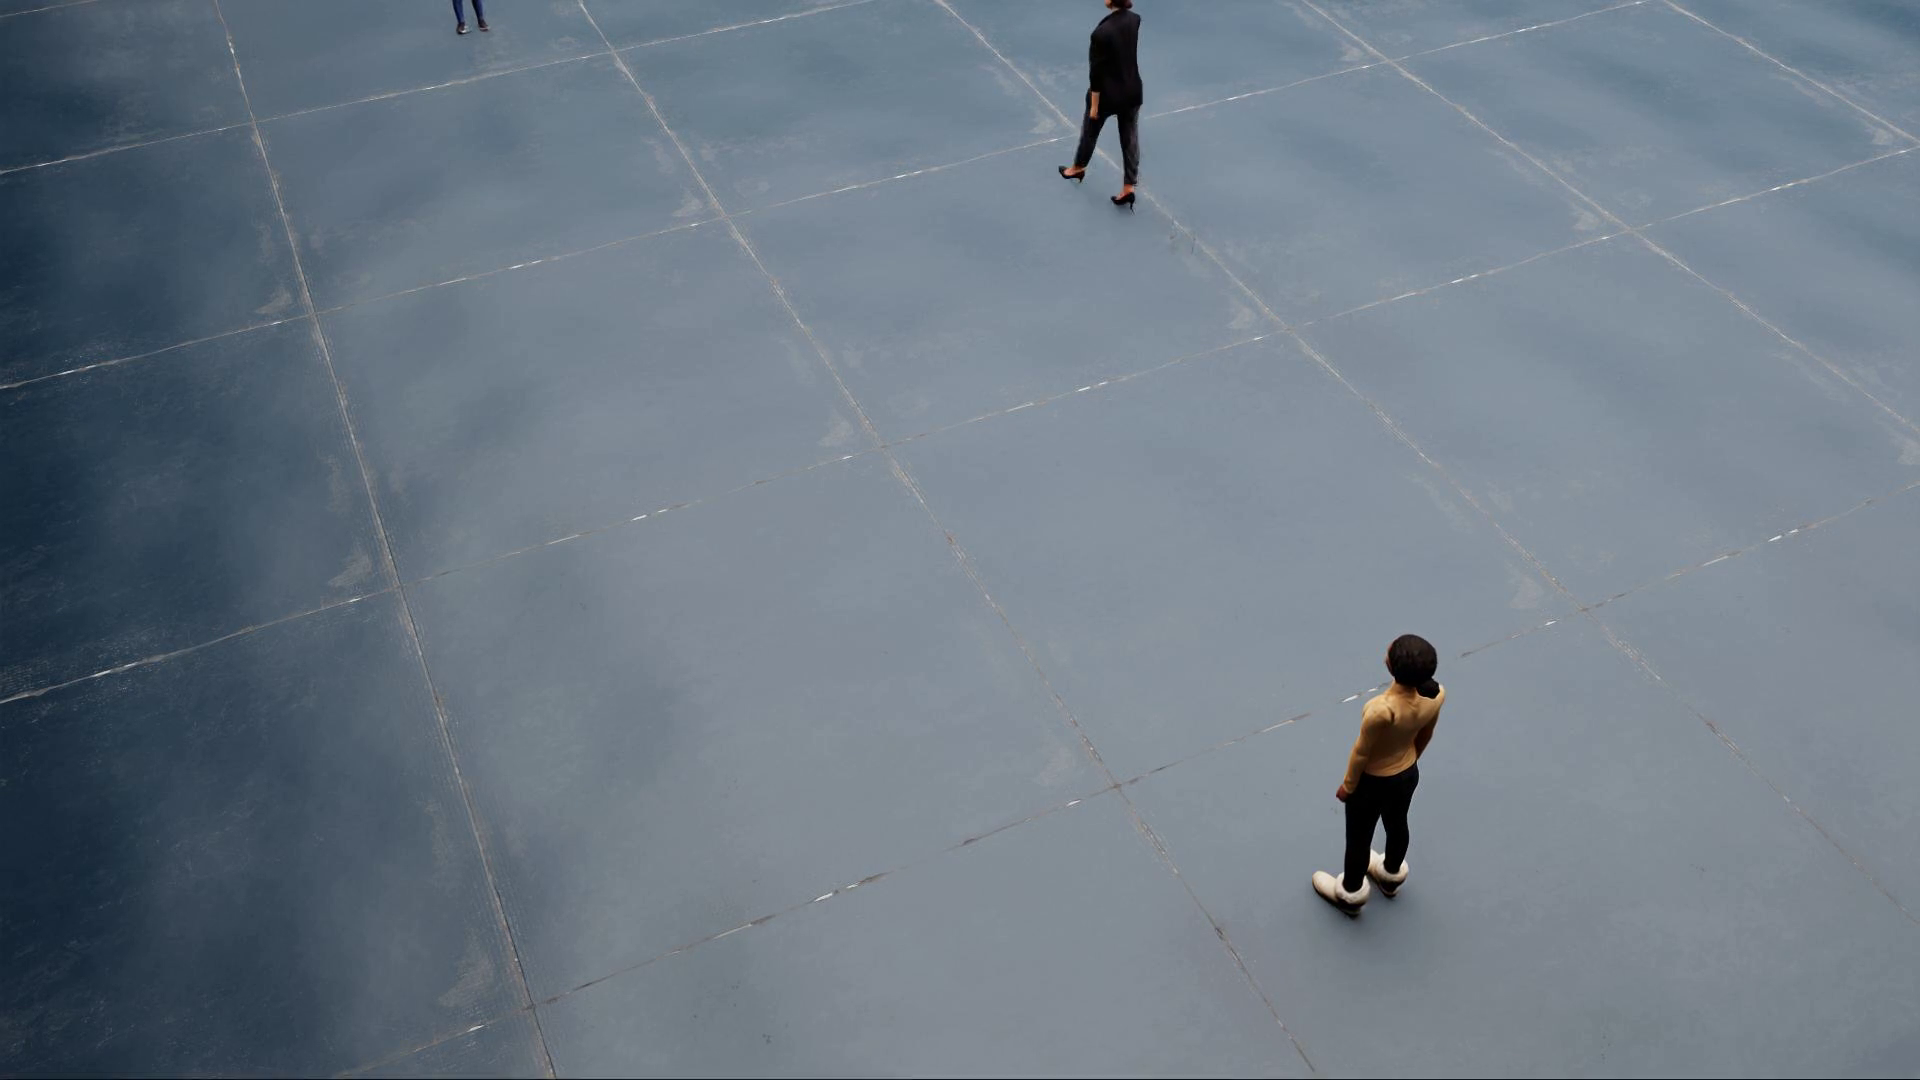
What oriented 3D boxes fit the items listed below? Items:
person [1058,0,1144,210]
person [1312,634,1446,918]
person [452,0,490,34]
[{"bbox_3d":[1.181,-3.162,11.984,0.835,1.686,1.055,-31,51,-30],"label":"person"},{"bbox_3d":[1.894,1.046,7.371,0.585,1.658,0.546,-20,46,-20],"label":"person"},{"bbox_3d":[-4.318,-4.934,14.366,0.460,1.106,0.470,-13,44,-14],"label":"person"}]
